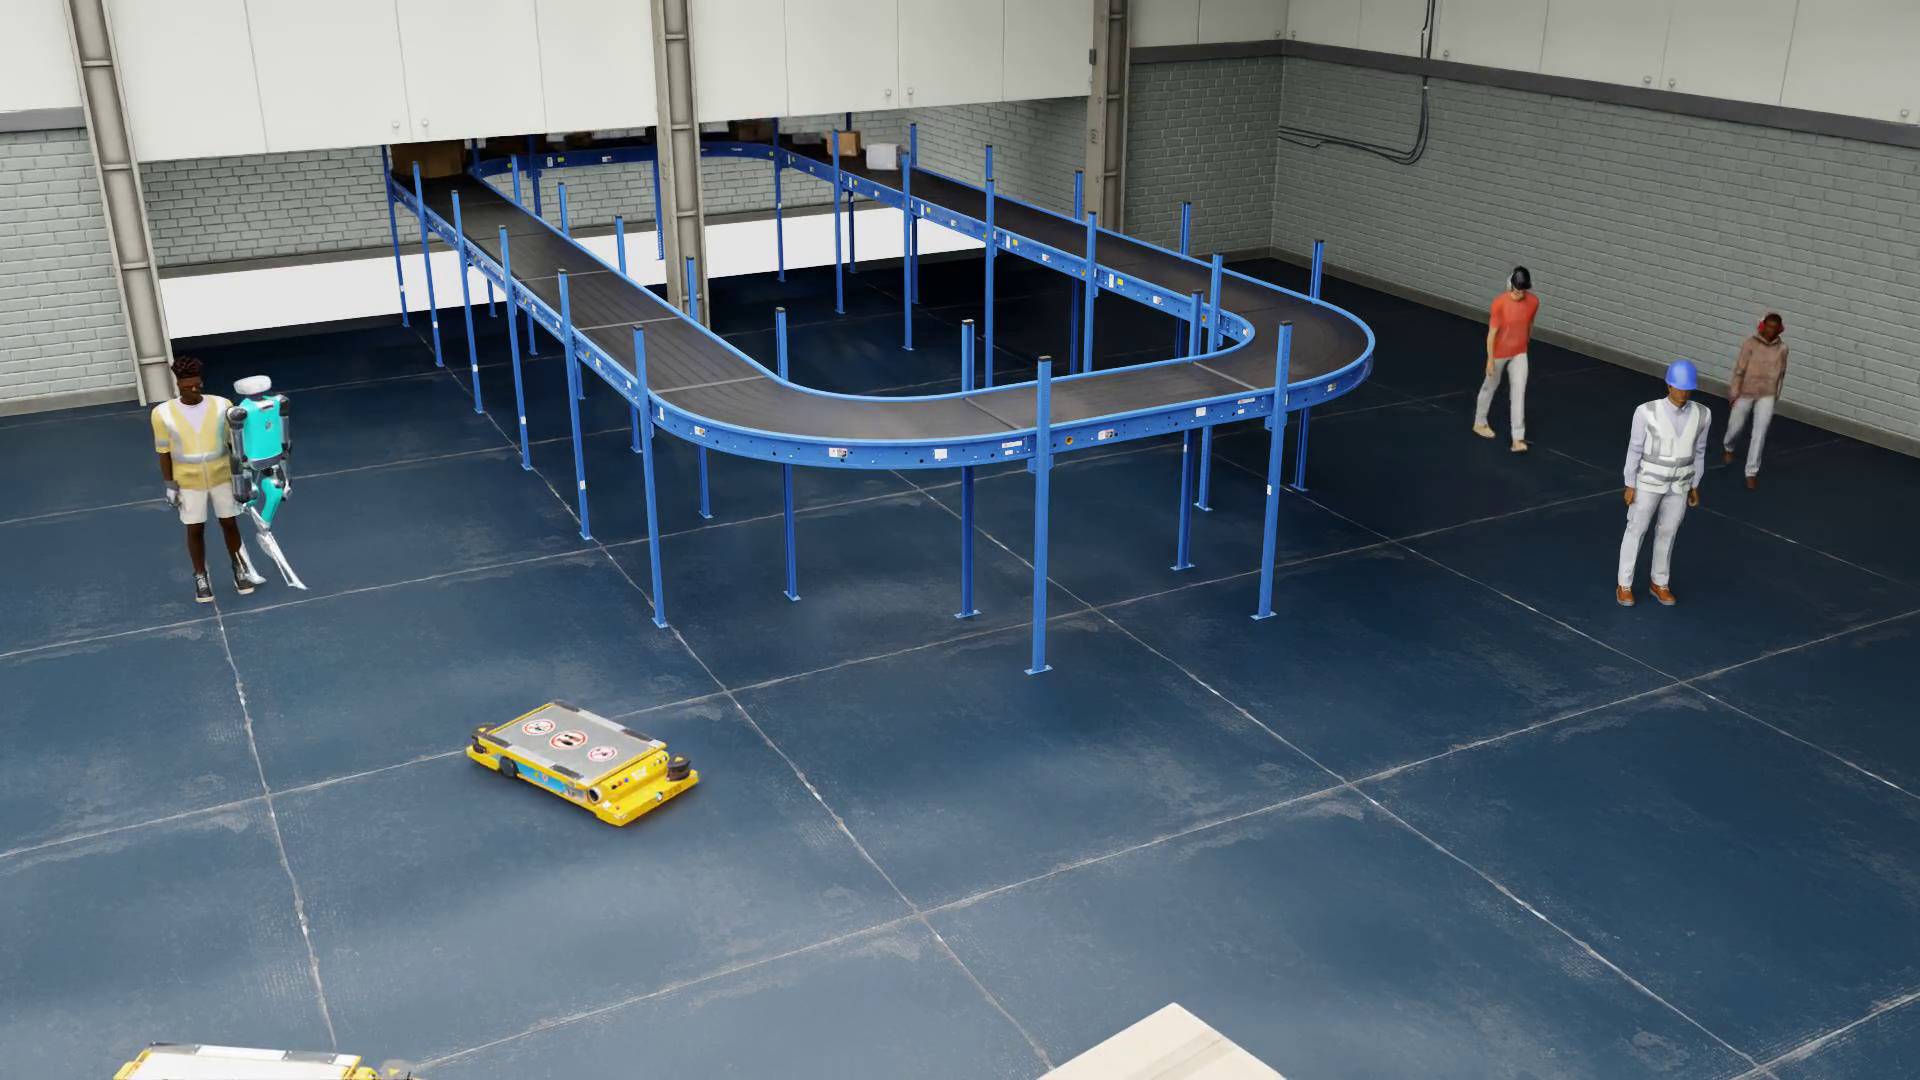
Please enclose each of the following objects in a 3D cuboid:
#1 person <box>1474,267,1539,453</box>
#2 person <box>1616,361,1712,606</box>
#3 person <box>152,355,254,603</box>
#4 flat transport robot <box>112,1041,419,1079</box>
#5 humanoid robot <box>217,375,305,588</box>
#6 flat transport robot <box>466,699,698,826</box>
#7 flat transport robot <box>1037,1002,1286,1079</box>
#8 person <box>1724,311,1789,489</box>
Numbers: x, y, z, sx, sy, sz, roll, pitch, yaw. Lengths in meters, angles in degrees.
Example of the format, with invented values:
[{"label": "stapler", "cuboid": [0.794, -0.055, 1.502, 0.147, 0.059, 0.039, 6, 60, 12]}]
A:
[{"label": "person", "cuboid": [5.361, -1.787, 16.210, 0.517, 1.826, 1.025, -1, 22, -4]}, {"label": "person", "cuboid": [5.370, -0.433, 12.709, 0.604, 1.948, 0.389, -1, 22, -2]}, {"label": "person", "cuboid": [-5.813, -0.476, 12.811, 0.605, 1.959, 0.367, -12, 25, -28]}, {"label": "flat transport robot", "cuboid": [-3.250, 2.590, 7.473, 1.431, 0.231, 0.659, 2, 22, 5]}, {"label": "humanoid robot", "cuboid": [-5.559, -0.437, 13.009, 0.770, 1.795, 0.556, 12, 25, 27]}, {"label": "flat transport robot", "cuboid": [-2.393, 1.376, 10.474, 1.431, 0.231, 0.659, 16, 27, 34]}, {"label": "flat transport robot", "cuboid": [0.960, 2.893, 6.725, 1.431, 0.231, 0.659, -17, 27, -36]}, {"label": "person", "cuboid": [7.351, -1.348, 15.392, 0.459, 1.623, 0.719, 6, 23, 14]}]
